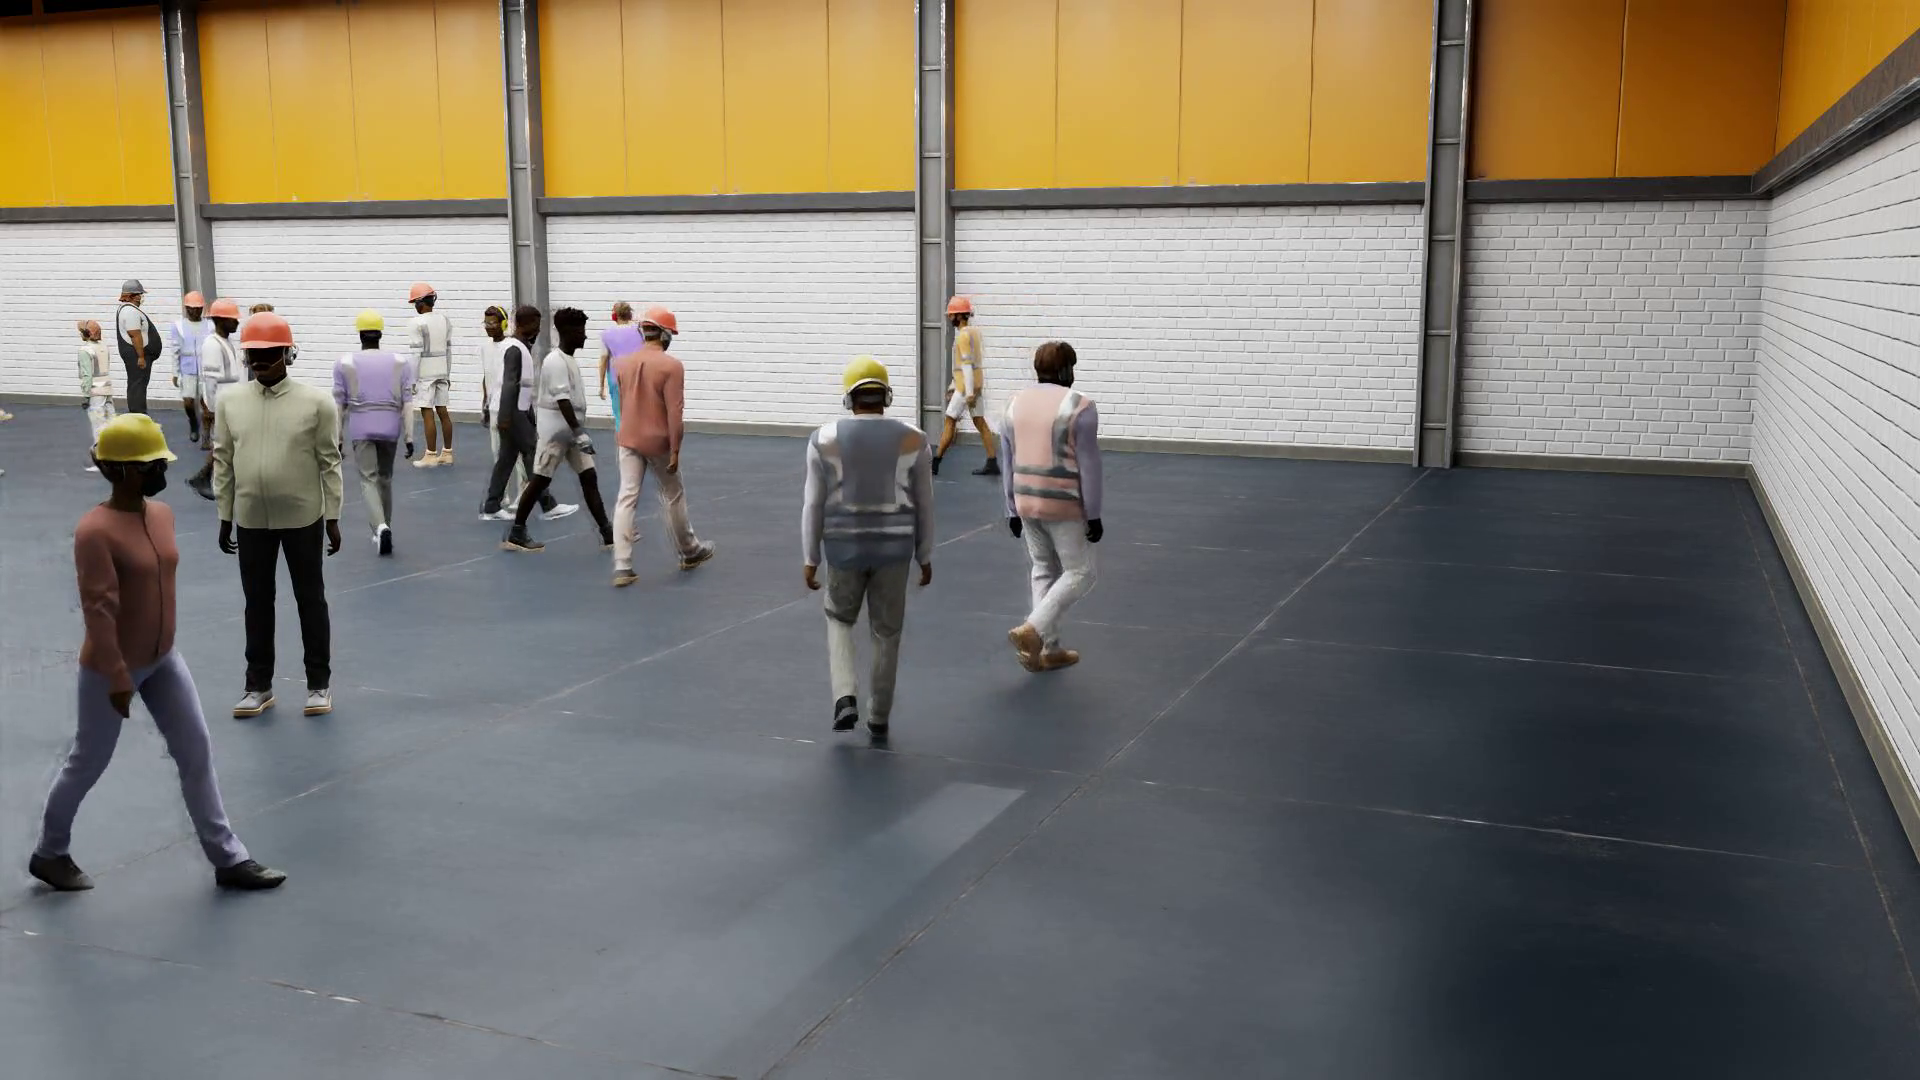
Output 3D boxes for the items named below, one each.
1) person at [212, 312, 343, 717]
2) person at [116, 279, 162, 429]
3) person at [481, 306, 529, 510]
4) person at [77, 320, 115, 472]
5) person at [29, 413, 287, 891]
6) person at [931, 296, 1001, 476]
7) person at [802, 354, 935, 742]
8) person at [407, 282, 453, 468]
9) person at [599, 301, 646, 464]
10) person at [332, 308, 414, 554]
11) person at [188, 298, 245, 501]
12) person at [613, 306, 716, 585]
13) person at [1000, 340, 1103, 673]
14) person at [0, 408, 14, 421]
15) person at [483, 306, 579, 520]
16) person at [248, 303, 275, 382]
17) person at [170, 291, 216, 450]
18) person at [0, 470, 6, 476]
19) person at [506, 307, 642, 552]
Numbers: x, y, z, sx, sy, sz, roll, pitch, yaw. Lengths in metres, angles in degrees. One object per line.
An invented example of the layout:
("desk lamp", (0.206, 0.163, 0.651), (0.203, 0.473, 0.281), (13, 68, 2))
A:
("person", (-3.357, -0.119, 8.198), (0.611, 1.996, 0.379), (-1, 9, -6))
("person", (-11.159, -2.526, 22.650), (0.538, 2.000, 0.683), (-7, 12, -36))
("person", (-4.173, -1.201, 15.192), (0.507, 1.859, 0.329), (5, 11, 29))
("person", (-9.327, -1.555, 17.974), (0.314, 1.641, 0.515), (0, 9, 0))
("person", (-2.918, 0.410, 5.838), (0.915, 1.722, 0.542), (2, 10, 10))
("person", (-0.007, -1.617, 17.585), (0.966, 1.888, 0.562), (3, 10, 16))
("person", (-0.420, 0.048, 7.737), (0.615, 1.815, 0.424), (-1, 9, -4))
("person", (-5.842, -1.803, 18.285), (0.382, 2.037, 0.606), (4, 10, 25))
("person", (-3.732, -1.734, 18.499), (0.562, 1.830, 0.443), (-6, 11, -33))
("person", (-4.551, -0.848, 12.945), (0.597, 1.899, 0.871), (-5, 11, -29))
("person", (-6.876, -1.289, 15.525), (0.495, 1.924, 0.557), (-2, 9, -9))
("person", (-2.165, -0.683, 11.797), (0.638, 1.921, 1.039), (4, 10, 23))
("person", (0.477, -0.161, 8.966), (0.640, 1.824, 0.558), (9, 13, 43))
("person", (-14.030, -2.561, 23.604), (0.627, 1.805, 0.833), (6, 11, 33))
("person", (-3.774, -1.097, 14.508), (0.897, 1.865, 0.676), (-2, 10, -12))
("person", (-7.789, -1.715, 18.424), (0.762, 1.821, 0.512), (-7, 12, -38))
("person", (-9.217, -2.048, 20.106), (0.572, 1.921, 0.574), (-4, 10, -23))
("person", (-10.523, -1.459, 17.388), (0.906, 1.647, 0.533), (-1, 9, -6))
("person", (-3.061, -0.840, 12.869), (1.047, 1.911, 0.615), (0, 9, 3))
